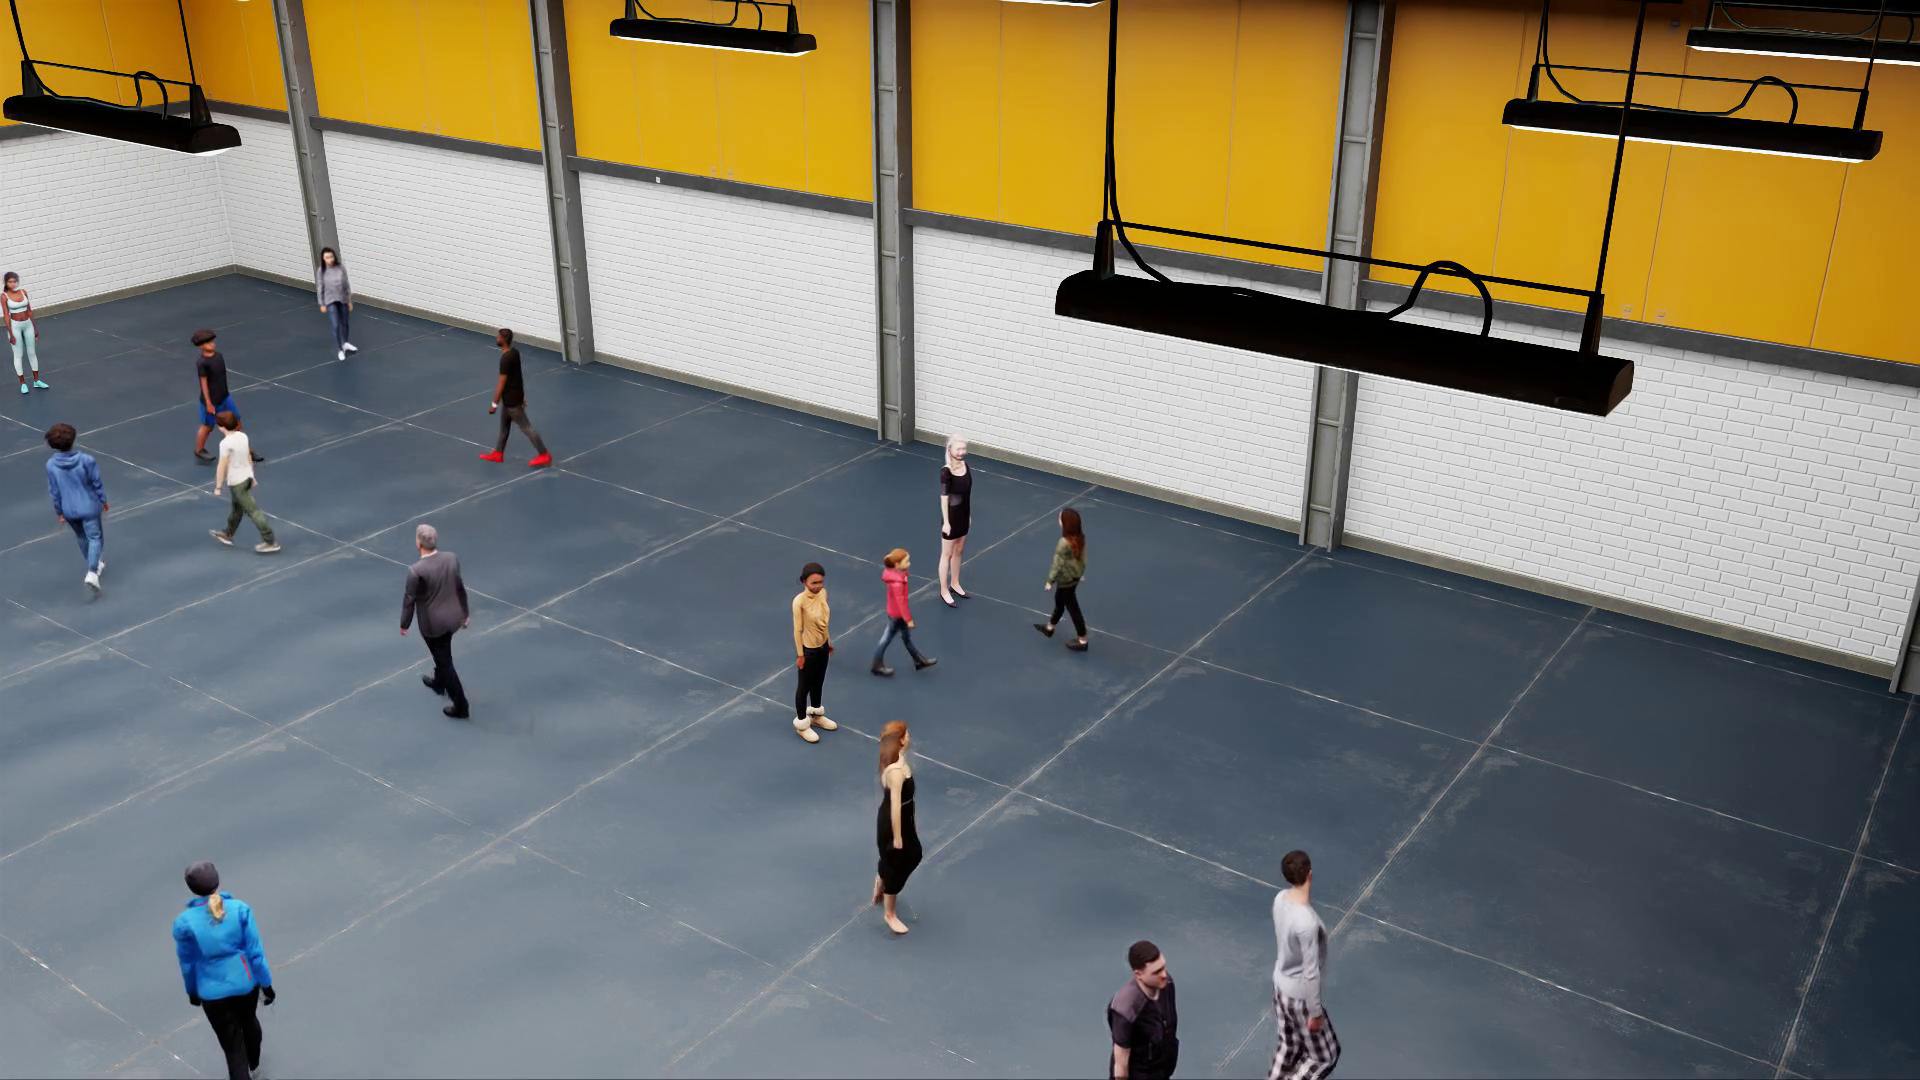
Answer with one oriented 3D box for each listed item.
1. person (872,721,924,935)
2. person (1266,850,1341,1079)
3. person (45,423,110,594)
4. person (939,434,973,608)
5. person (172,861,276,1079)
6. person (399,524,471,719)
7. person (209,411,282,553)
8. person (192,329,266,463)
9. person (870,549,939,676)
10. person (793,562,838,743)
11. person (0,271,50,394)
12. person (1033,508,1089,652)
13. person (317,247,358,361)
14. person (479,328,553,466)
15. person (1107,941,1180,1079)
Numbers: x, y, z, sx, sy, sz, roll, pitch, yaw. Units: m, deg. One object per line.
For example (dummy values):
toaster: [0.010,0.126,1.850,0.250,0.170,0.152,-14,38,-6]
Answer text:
person: [-0.487,2.099,12.100,0.823,1.605,0.799,6,24,14]
person: [2.069,2.803,10.242,0.935,1.803,0.859,-1,24,-2]
person: [-9.214,-0.319,17.414,1.134,1.778,1.179,-3,24,-8]
person: [-0.051,-0.222,17.127,0.491,1.831,0.569,17,29,33]
person: [-4.461,2.843,10.210,0.972,1.755,1.259,-11,26,-23]
person: [-4.616,0.759,14.914,1.048,1.806,0.779,13,27,27]
person: [-7.826,-0.603,18.267,1.175,1.616,0.906,4,24,8]
person: [-9.373,-1.756,20.743,1.258,1.745,0.875,6,24,14]
person: [-0.671,0.701,15.694,0.938,1.287,0.764,3,24,7]
person: [-1.305,0.951,14.659,0.529,1.658,0.587,17,29,33]
person: [-13.273,-2.960,23.521,0.520,1.726,0.559,17,29,33]
person: [1.126,0.407,16.164,0.901,1.450,0.669,11,26,24]
person: [-9.374,-3.586,24.993,0.818,1.693,0.983,-17,29,-34]
person: [-5.458,-1.728,20.660,1.227,1.760,1.096,-1,24,-3]
person: [1.031,3.081,9.553,0.570,1.845,0.704,17,29,33]
